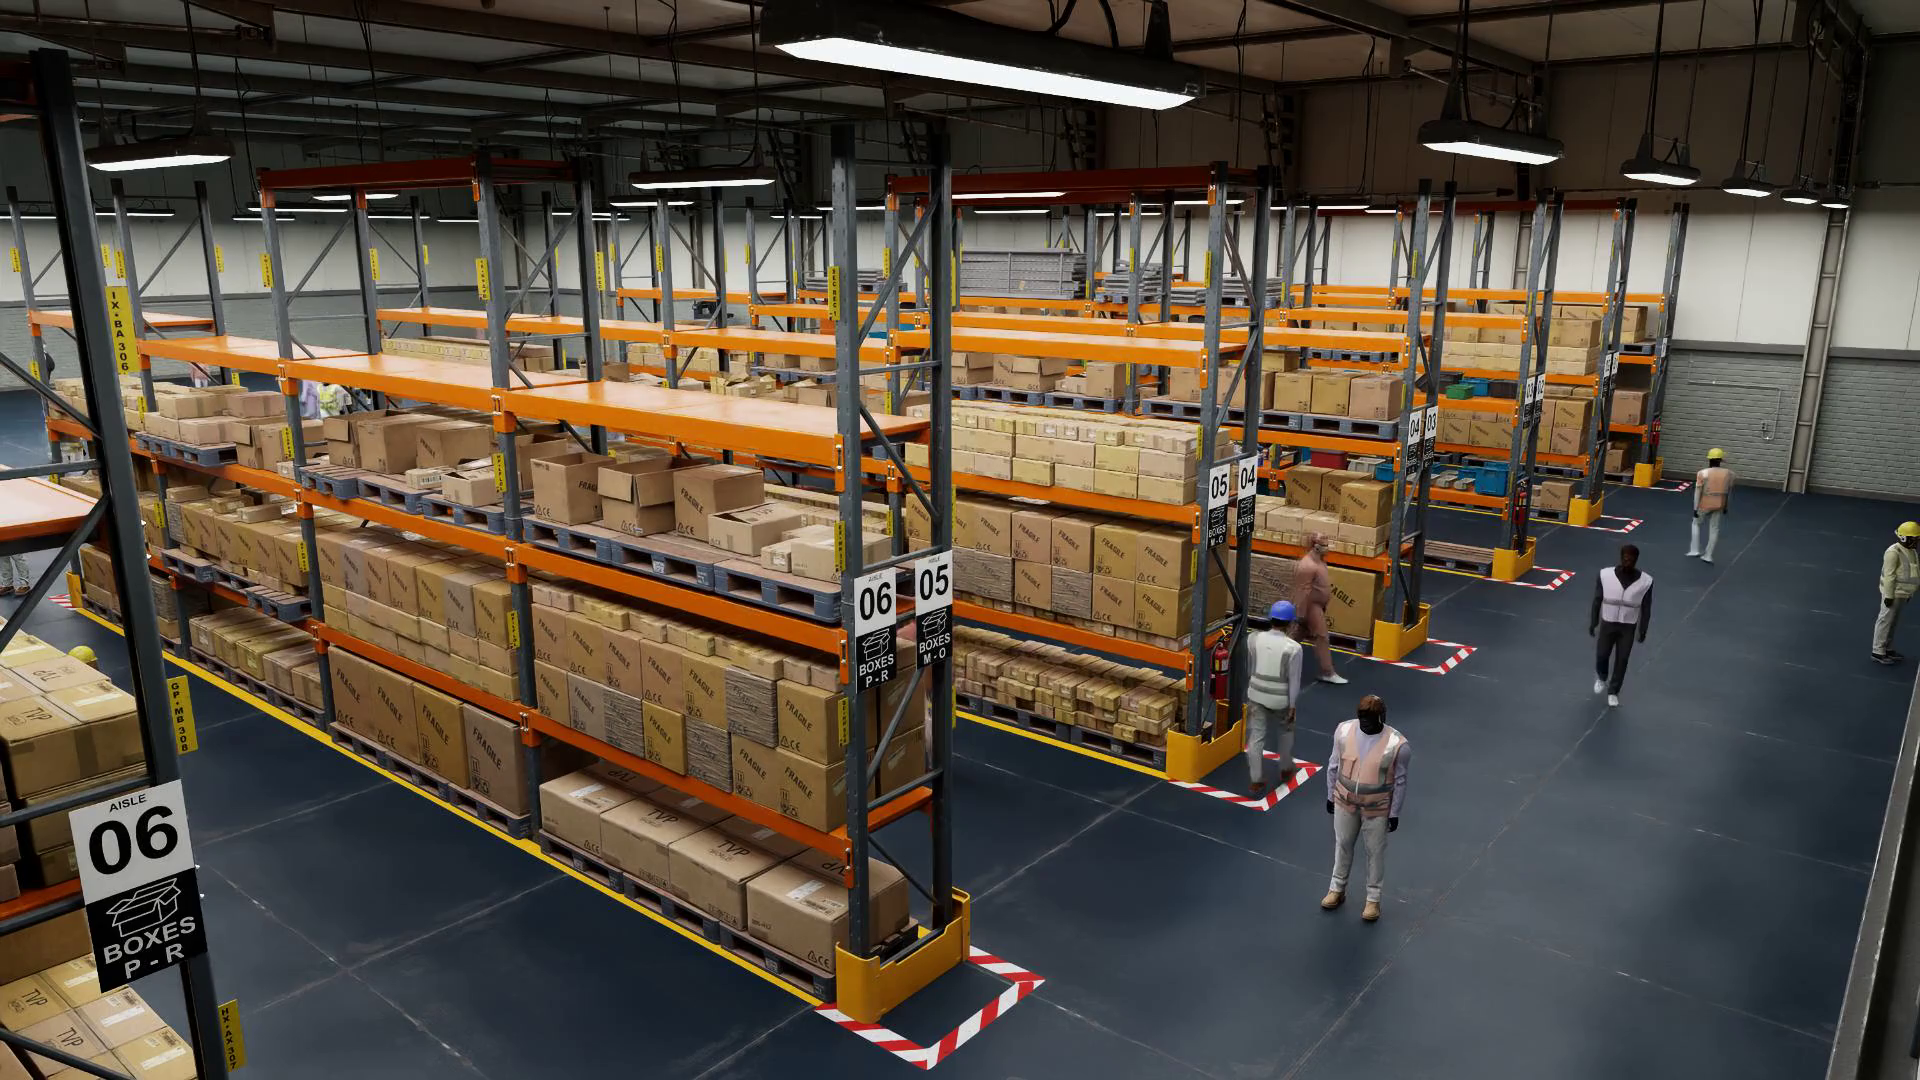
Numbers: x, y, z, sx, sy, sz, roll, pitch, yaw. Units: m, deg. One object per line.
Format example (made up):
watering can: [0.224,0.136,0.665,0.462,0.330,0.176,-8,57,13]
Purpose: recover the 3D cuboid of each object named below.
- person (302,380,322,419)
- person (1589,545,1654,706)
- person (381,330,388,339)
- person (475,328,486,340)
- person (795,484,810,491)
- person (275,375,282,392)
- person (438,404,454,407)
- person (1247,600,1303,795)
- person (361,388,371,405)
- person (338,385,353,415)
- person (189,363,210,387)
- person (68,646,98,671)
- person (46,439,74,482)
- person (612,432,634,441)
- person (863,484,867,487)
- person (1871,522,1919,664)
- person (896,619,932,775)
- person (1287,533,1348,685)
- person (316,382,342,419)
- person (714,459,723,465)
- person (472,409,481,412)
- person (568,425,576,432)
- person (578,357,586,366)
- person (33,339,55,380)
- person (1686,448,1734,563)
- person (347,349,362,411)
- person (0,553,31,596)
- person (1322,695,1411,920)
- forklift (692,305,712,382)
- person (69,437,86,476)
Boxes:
person: [-17.871,-3.907,34.829,0.647,1.865,0.679,5,15,21]
person: [7.667,0.975,14.634,0.613,1.908,0.440,6,15,23]
person: [-22.977,-7.578,50.383,0.514,1.641,0.309,8,16,30]
person: [-20.916,-8.774,55.041,0.534,1.767,0.322,7,15,27]
person: [-2.361,0.098,18.355,0.698,1.861,0.588,12,18,40]
person: [-21.573,-5.238,40.041,0.393,1.985,0.611,1,14,4]
person: [-13.905,-3.627,33.814,0.866,1.796,0.596,8,16,28]
person: [3.121,1.512,12.442,0.603,1.907,0.874,9,16,33]
person: [-19.209,-5.236,40.679,0.538,1.681,0.651,-4,14,-14]
person: [-17.475,-4.149,35.600,0.369,1.965,0.608,8,16,30]
person: [-24.103,-5.092,39.981,0.524,1.719,0.924,-9,17,-34]
person: [-7.956,1.813,11.562,0.483,1.737,0.320,3,14,13]
person: [-18.562,-1.751,25.848,0.836,1.921,0.623,-6,15,-23]
person: [-7.454,-2.305,28.211,0.650,1.890,1.054,-10,17,-34]
person: [-2.264,-1.995,26.990,0.548,1.856,0.521,12,18,40]
person: [11.998,0.659,16.098,0.588,1.834,0.403,-9,17,-34]
person: [-0.507,1.409,12.776,1.048,1.935,0.630,11,17,38]
person: [4.293,0.802,15.456,0.981,1.865,0.658,6,15,23]
person: [-16.602,-3.488,33.221,0.627,1.812,0.808,-1,14,-5]
person: [-5.505,-2.266,27.936,0.594,1.924,0.382,10,17,37]
person: [-12.811,-3.435,33.412,0.738,1.611,0.519,-11,17,-38]
person: [-8.390,-1.934,27.092,0.577,1.666,0.361,13,19,43]
person: [-11.131,-4.507,37.325,0.345,1.847,0.504,-2,14,-10]
person: [-30.283,-5.648,41.698,0.539,2.000,0.689,-8,16,-29]
person: [12.551,-0.589,21.074,0.602,1.905,0.605,3,14,11]
person: [-18.761,-4.919,38.856,0.580,1.917,0.607,-11,17,-38]
person: [-14.470,-0.115,19.061,0.635,1.939,0.360,1,14,5]
person: [3.231,2.117,10.086,0.626,1.844,0.429,9,16,34]
forklift: [-9.511,-7.392,47.124,1.873,2.768,1.129,11,17,38]
person: [-18.713,-1.887,26.554,0.429,1.844,0.627,1,14,4]
